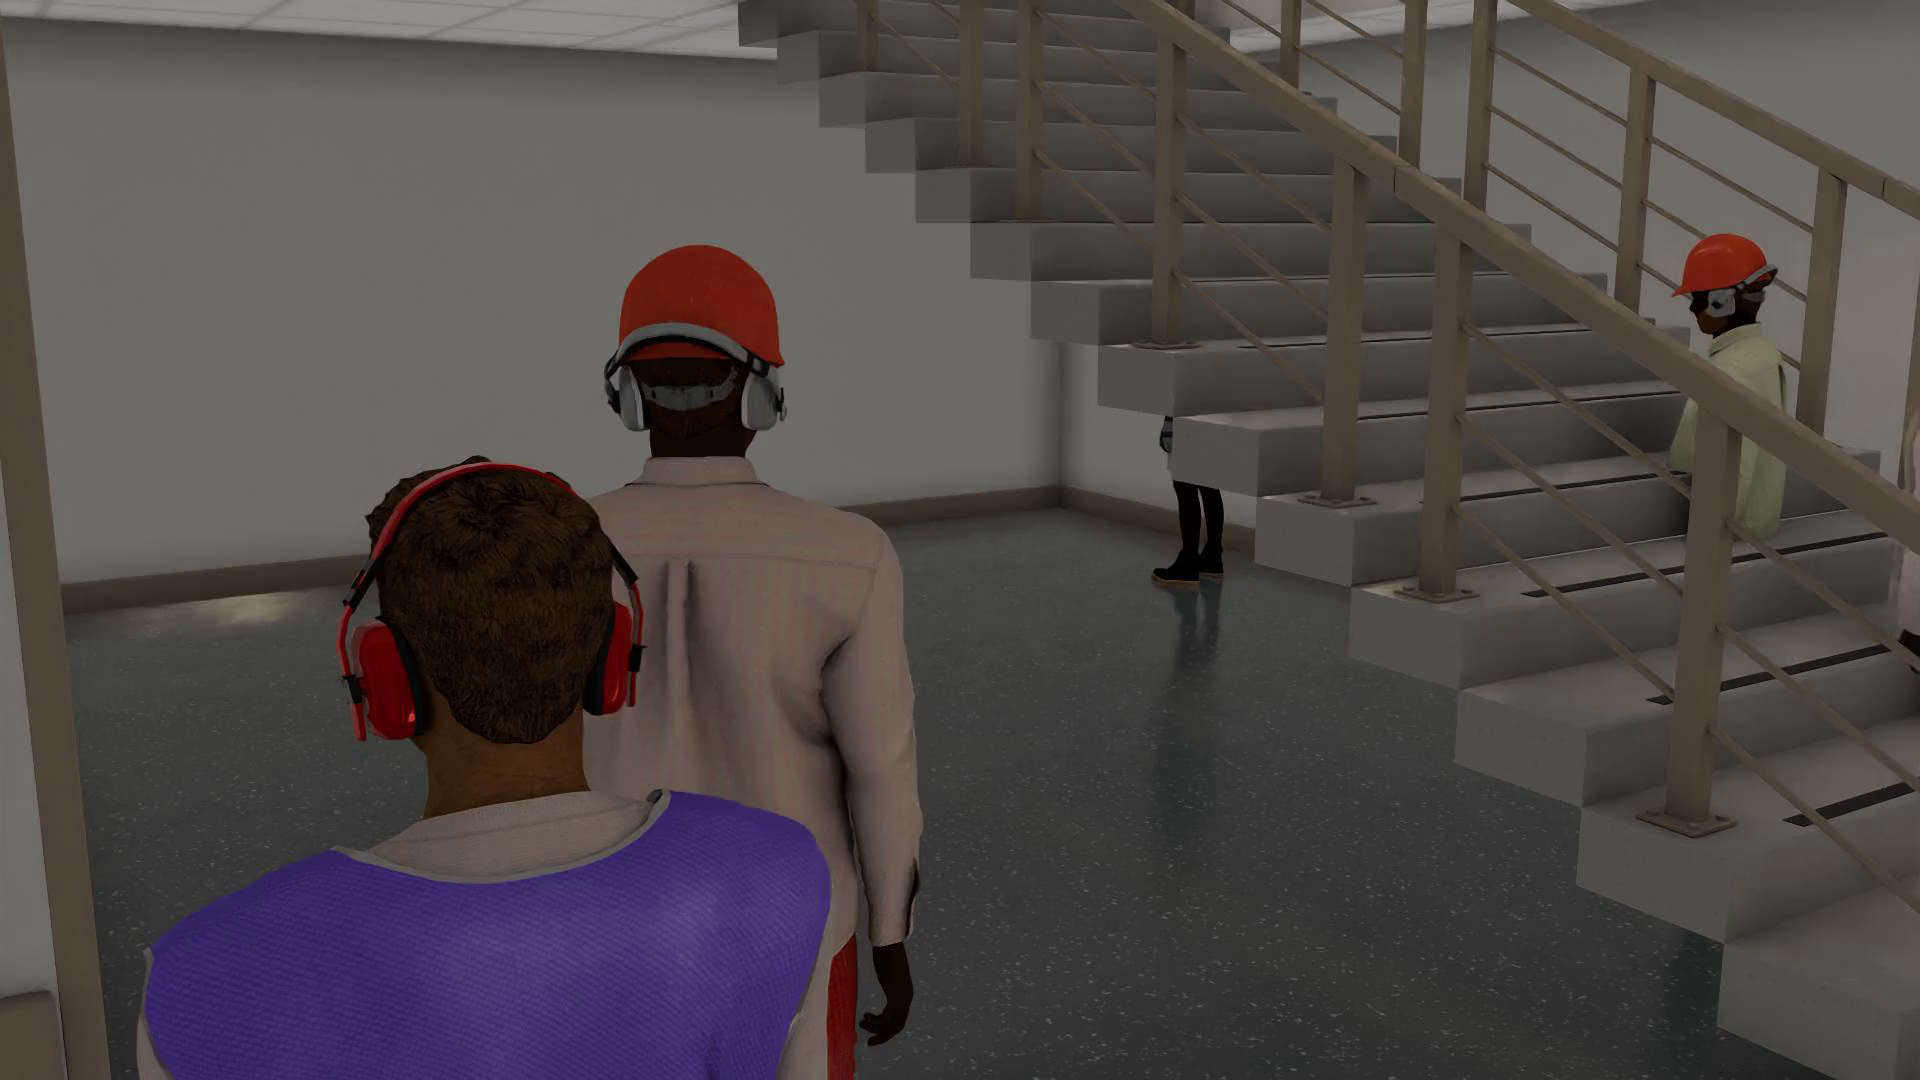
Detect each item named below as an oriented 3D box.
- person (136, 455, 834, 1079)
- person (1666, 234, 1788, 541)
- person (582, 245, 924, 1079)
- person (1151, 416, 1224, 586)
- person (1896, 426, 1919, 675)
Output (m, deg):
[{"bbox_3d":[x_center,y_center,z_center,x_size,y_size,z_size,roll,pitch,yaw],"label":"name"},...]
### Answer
[{"bbox_3d":[-0.356,0.848,1.440,0.560,1.837,0.392,-7,13,-34],"label":"person"},{"bbox_3d":[2.515,-0.011,5.543,0.391,1.987,0.608,6,12,30],"label":"person"},{"bbox_3d":[-0.356,0.568,2.491,0.609,1.991,0.384,1,11,4],"label":"person"},{"bbox_3d":[1.318,-0.721,9.364,0.372,1.958,0.599,7,13,33],"label":"person"},{"bbox_3d":[3.040,0.226,4.603,0.670,1.864,0.935,-2,11,-11],"label":"person"}]
